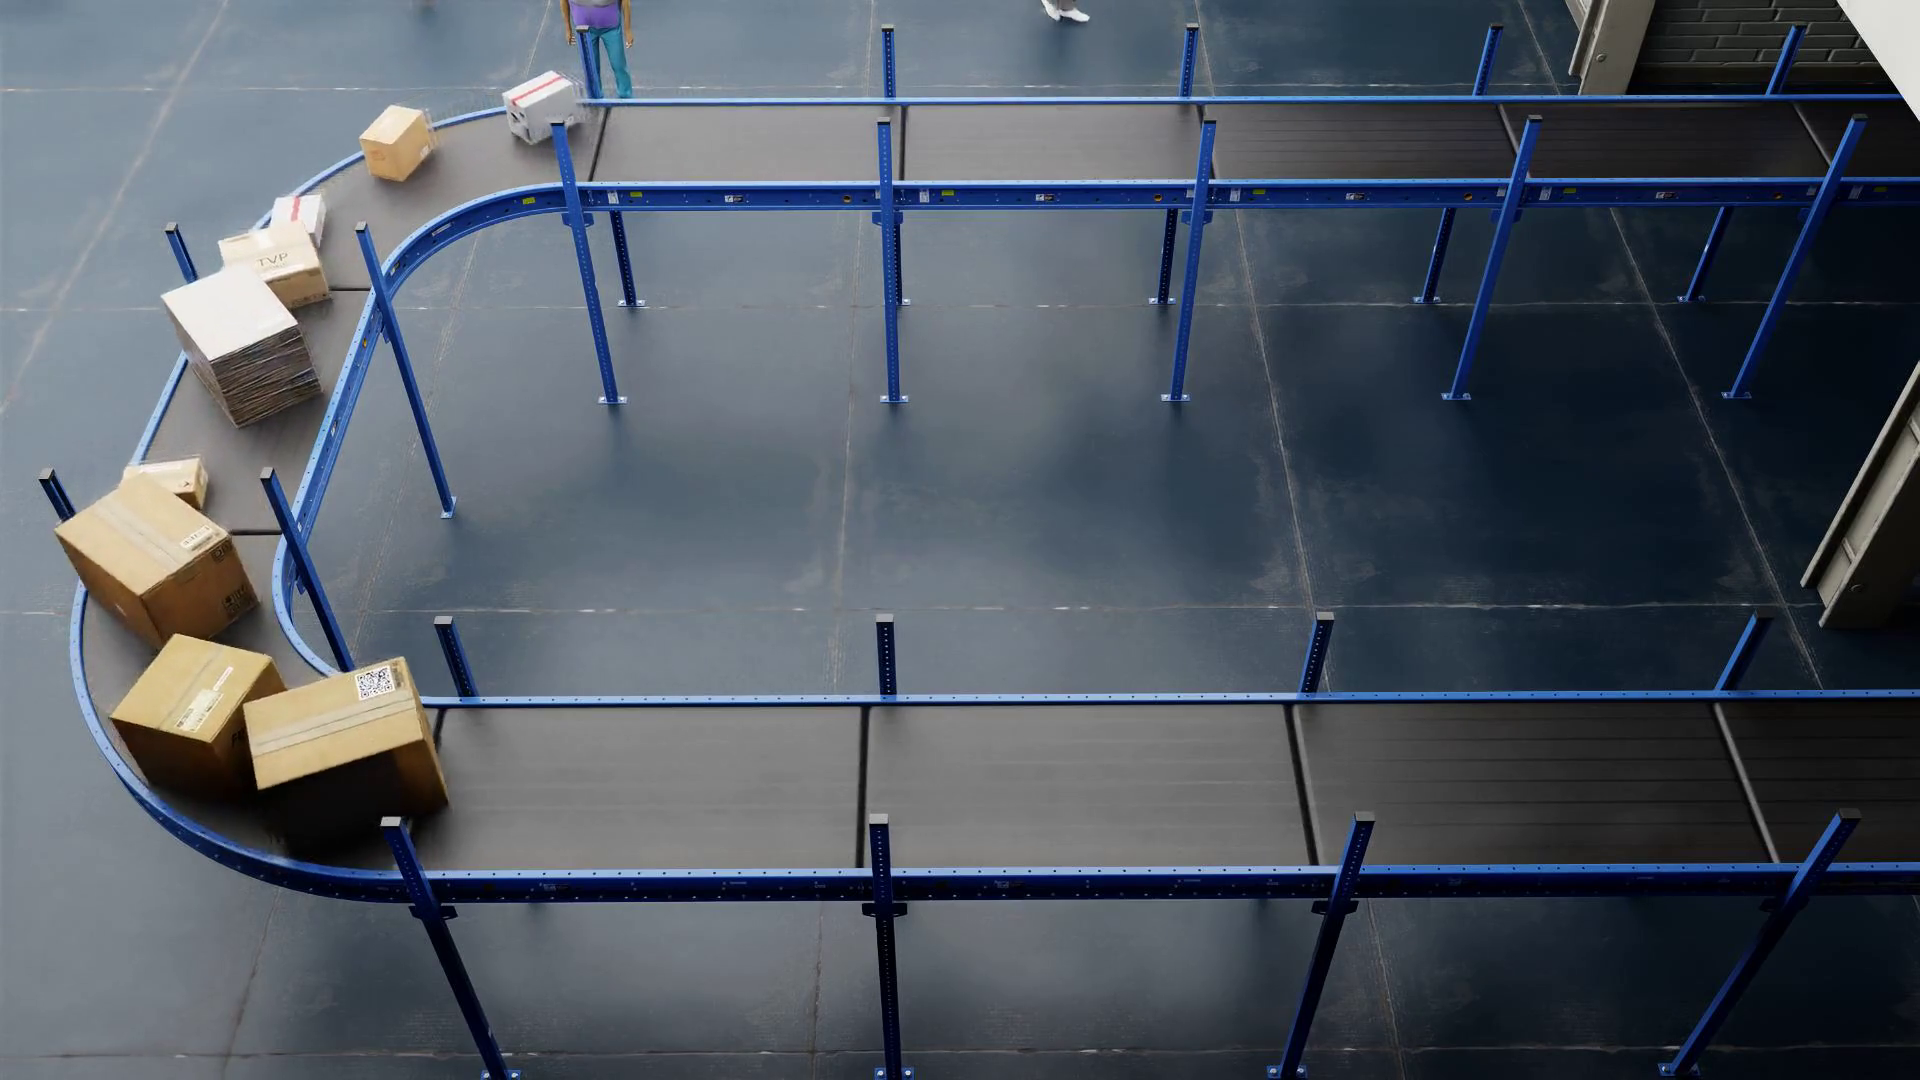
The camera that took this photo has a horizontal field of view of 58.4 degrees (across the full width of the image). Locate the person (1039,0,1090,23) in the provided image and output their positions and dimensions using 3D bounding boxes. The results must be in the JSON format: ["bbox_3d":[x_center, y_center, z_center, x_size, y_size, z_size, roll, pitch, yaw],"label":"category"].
[{"bbox_3d":[1.001,-5.407,15.015,0.413,1.913,0.618,19,50,17],"label":"person"}]

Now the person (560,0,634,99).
[{"bbox_3d":[-2.924,-4.180,13.916,0.566,1.846,0.389,-1,47,-1],"label":"person"}]
